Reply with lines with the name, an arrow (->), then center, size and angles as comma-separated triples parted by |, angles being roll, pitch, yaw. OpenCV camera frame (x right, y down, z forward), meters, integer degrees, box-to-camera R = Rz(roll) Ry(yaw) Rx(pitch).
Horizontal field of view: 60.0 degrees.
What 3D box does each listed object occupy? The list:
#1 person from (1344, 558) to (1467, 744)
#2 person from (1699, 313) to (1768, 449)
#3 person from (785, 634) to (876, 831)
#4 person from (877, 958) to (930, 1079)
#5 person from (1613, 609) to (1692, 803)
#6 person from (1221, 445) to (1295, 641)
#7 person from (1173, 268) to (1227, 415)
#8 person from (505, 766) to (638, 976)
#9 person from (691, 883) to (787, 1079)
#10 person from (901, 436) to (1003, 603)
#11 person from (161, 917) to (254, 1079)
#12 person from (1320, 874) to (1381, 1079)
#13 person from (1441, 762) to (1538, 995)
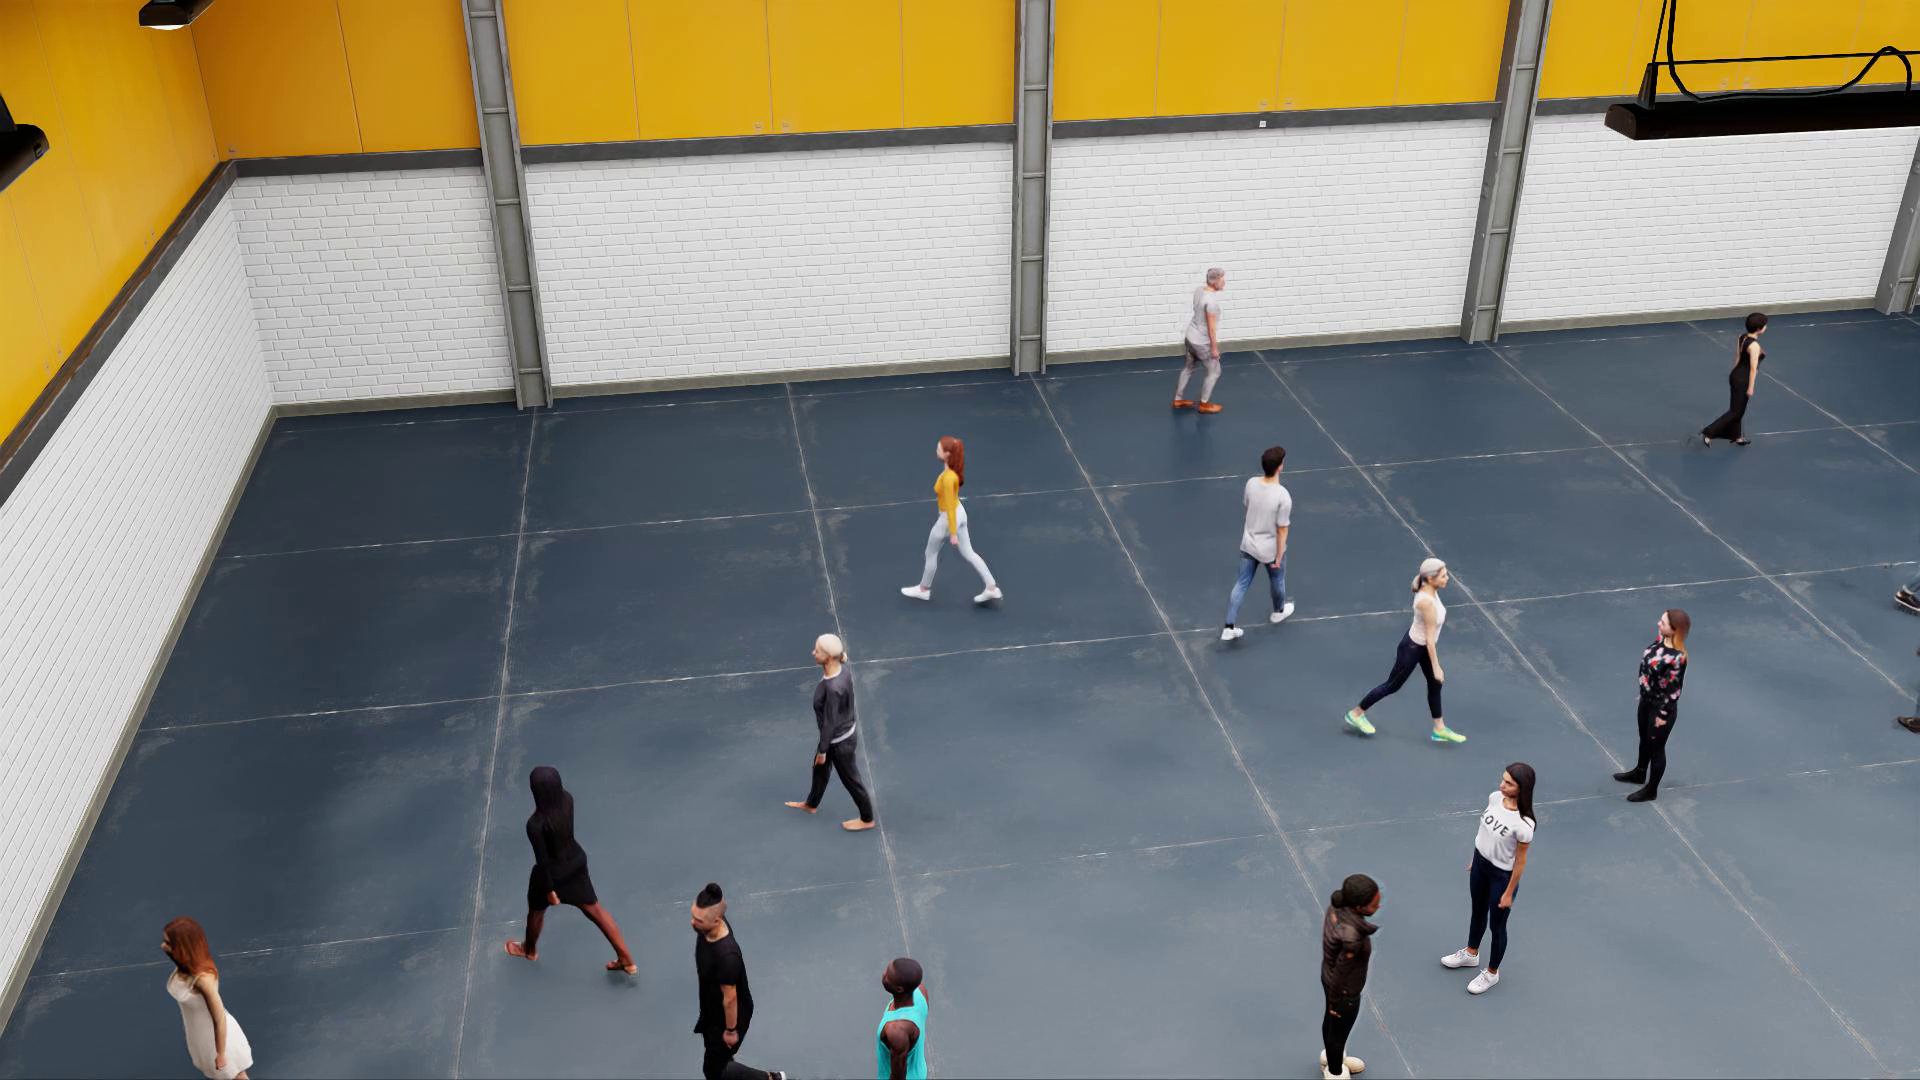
person -> 3.590, 0.914, 13.448 | 1.281, 1.659, 1.032 | 10, 30, 17
person -> 8.590, -1.745, 18.393 | 0.899, 1.591, 0.686 | 0, 29, 1
person -> -0.823, 1.447, 12.426 | 0.984, 1.701, 0.747 | 0, 29, 1
person -> -0.303, 3.057, 9.360 | 0.643, 1.811, 0.669 | 6, 29, 12
person -> 5.380, 1.254, 12.798 | 0.560, 1.683, 0.608 | 0, 29, -1
person -> 2.631, 0.070, 14.797 | 1.135, 1.849, 1.279 | 24, 37, 37
person -> 2.730, -2.262, 19.137 | 0.754, 1.786, 0.715 | -12, 31, -21
person -> -2.559, 2.236, 11.012 | 1.304, 1.669, 1.089 | 11, 31, 20
person -> -1.326, 2.752, 9.868 | 0.847, 1.861, 0.776 | -10, 30, -18
person -> 0.015, -0.136, 15.326 | 1.265, 1.704, 0.910 | 6, 29, 12
person -> -4.392, 2.885, 9.779 | 0.680, 1.712, 0.647 | -24, 37, -37
person -> 2.321, 2.712, 10.149 | 0.608, 1.661, 0.673 | -5, 29, -8
person -> 3.541, 2.202, 10.965 | 0.575, 1.775, 0.624 | -10, 30, -18
